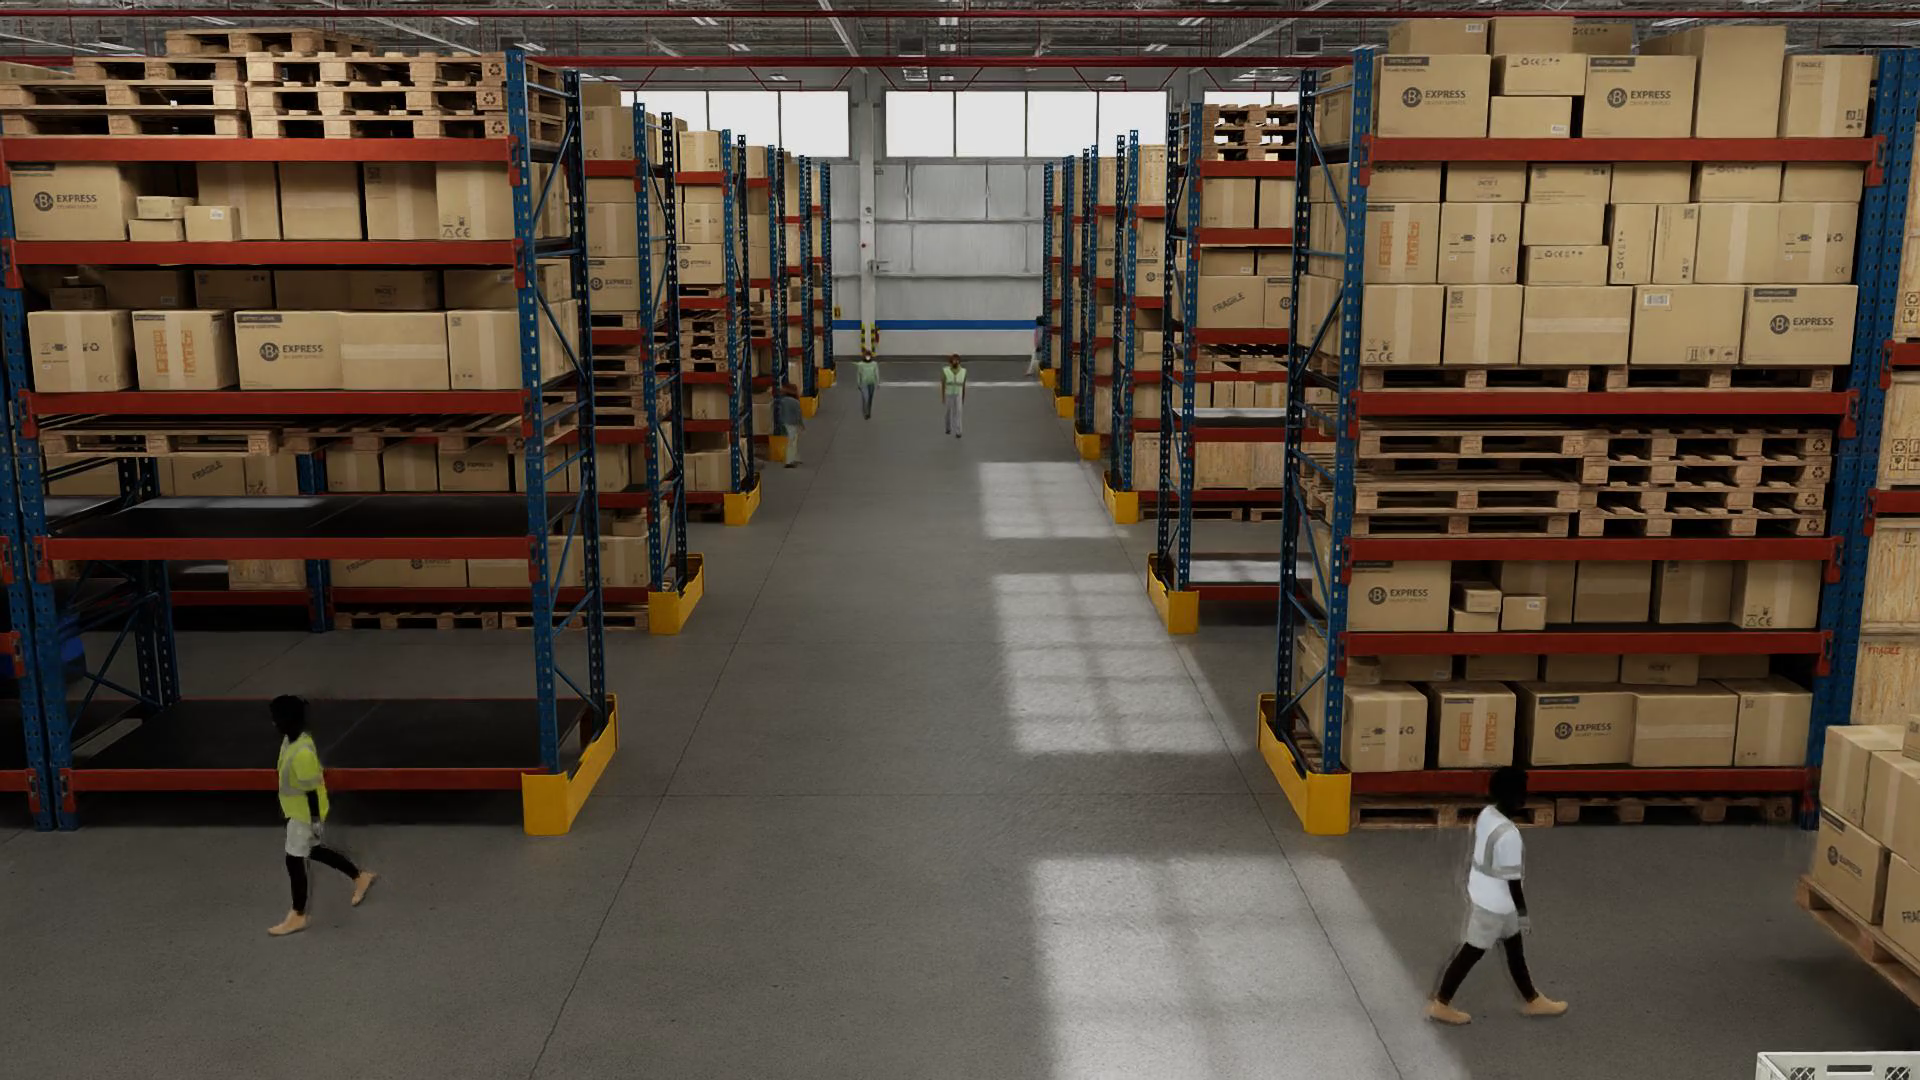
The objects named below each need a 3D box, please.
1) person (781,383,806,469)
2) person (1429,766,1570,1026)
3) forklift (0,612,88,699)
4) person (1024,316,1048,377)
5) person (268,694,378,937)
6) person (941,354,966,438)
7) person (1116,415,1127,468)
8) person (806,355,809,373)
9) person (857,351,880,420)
[{"bbox_3d":[-3.120,-2.175,31.640,0.669,1.613,0.523,-9,15,-39],"label":"person"},{"bbox_3d":[3.273,2.161,10.038,0.865,1.647,0.548,1,11,6],"label":"person"},{"bbox_3d":[-10.087,0.192,16.747,1.873,2.768,1.129,0,11,-1],"label":"forklift"},{"bbox_3d":[2.381,-5.615,48.277,0.935,1.791,0.612,-5,12,-22],"label":"person"},{"bbox_3d":[-4.452,1.856,11.507,0.687,1.668,0.540,-5,13,-25],"label":"person"},{"bbox_3d":[-0.148,-3.129,35.876,0.574,1.816,0.852,-2,12,-11],"label":"person"},{"bbox_3d":[3.227,-2.358,31.512,0.622,2.019,0.633,-1,11,-3],"label":"person"},{"bbox_3d":[-4.024,-4.341,41.607,0.597,1.917,0.379,3,12,15],"label":"person"},{"bbox_3d":[-2.126,-3.605,38.752,0.500,1.590,0.857,-3,12,-15],"label":"person"}]
